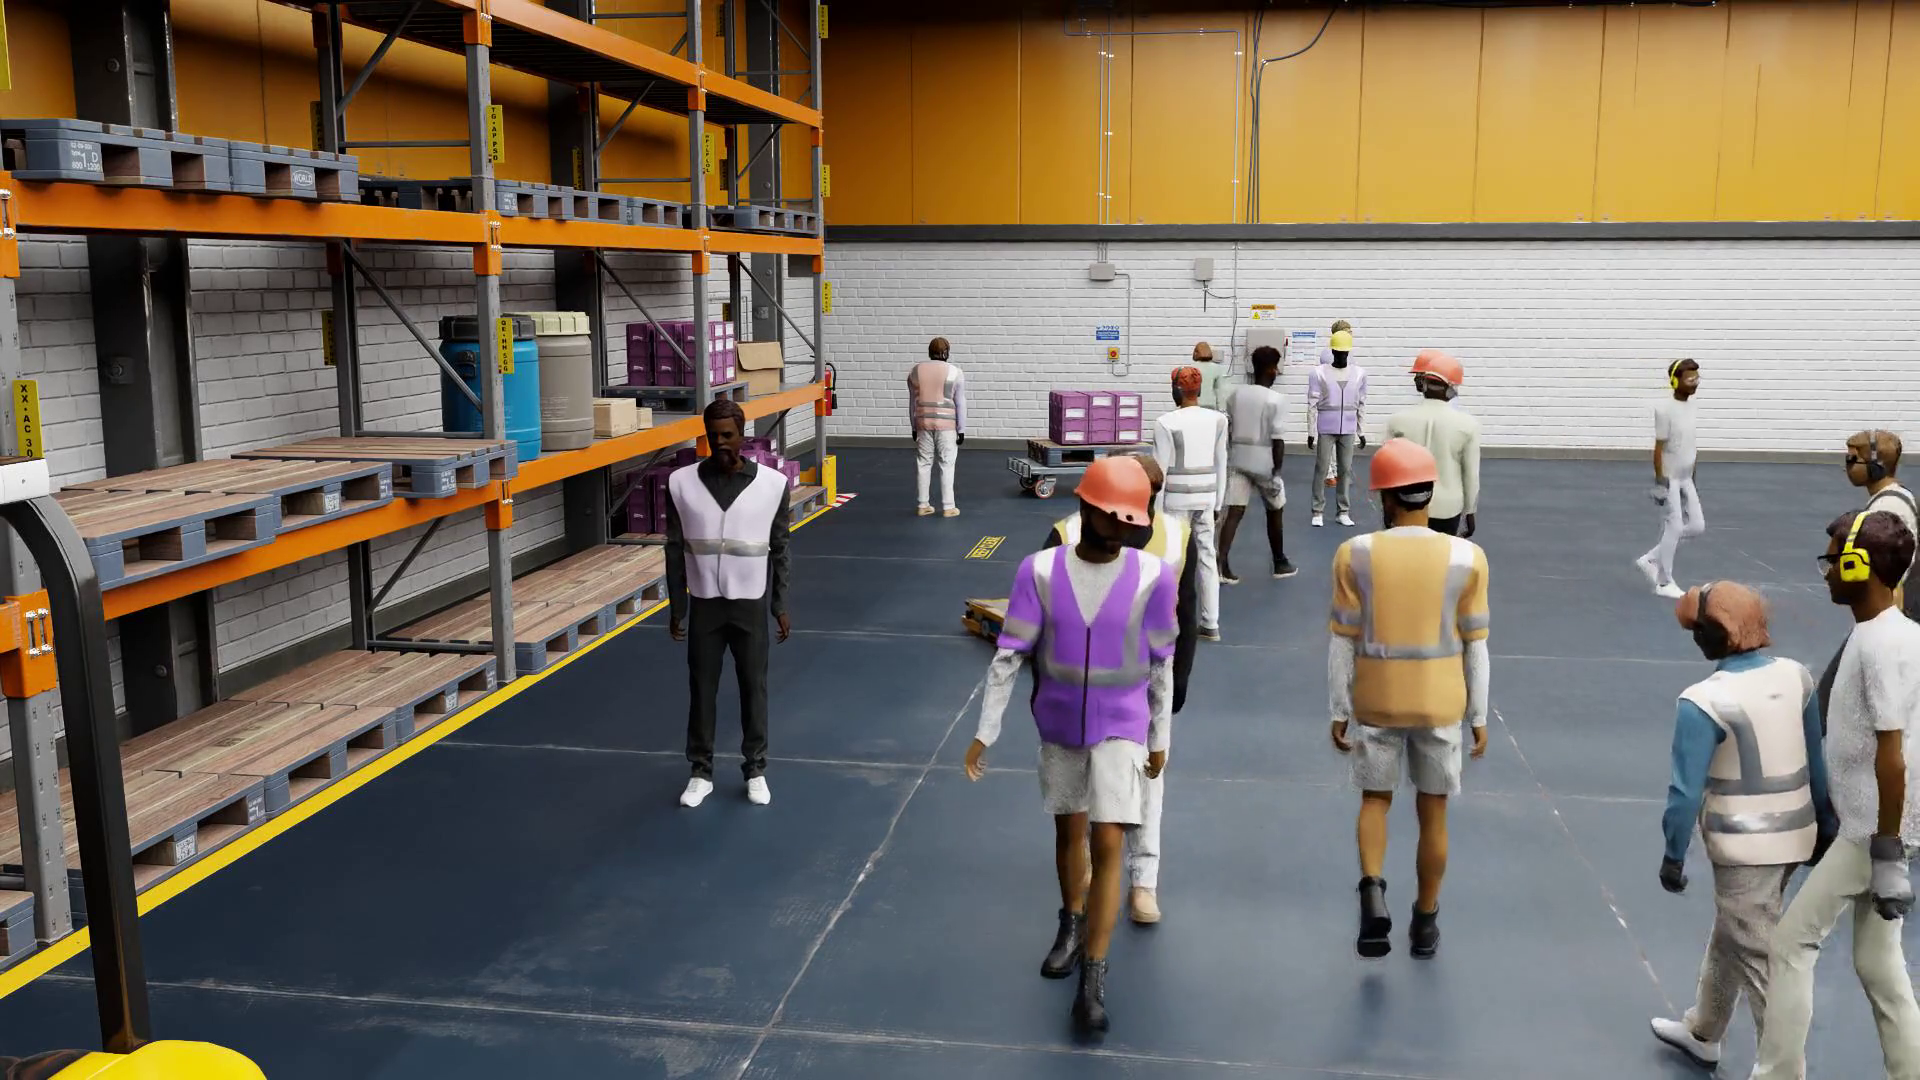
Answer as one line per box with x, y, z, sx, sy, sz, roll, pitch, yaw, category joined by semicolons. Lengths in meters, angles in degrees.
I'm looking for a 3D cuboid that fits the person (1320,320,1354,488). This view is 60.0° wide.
4.386;-1.580;19.312;0.372;1.940;0.630;6;11;34;person

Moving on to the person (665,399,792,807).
-1.082;0.292;7.820;0.590;1.920;0.393;0;9;-2;person

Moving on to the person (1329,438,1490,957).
1.603;0.599;5.963;0.572;1.914;0.562;3;10;17;person

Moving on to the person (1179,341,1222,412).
3.030;-1.683;20.942;0.509;1.618;0.449;-3;10;-16;person

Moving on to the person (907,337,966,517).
-0.223;-1.148;16.988;0.619;1.836;0.430;3;10;19;person

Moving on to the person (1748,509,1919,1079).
2.496;0.832;4.761;0.802;1.826;0.554;7;12;37;person

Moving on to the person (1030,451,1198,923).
0.602;0.563;6.488;0.647;1.805;0.794;1;9;5;person

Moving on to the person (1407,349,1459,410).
3.420;-0.426;12.192;0.361;1.938;0.545;6;11;35;person

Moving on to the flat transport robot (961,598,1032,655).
0.587;0.582;11.099;0.652;0.197;1.431;-4;10;-23;flat transport robot

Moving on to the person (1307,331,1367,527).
3.695;-1.082;16.280;0.594;1.922;0.385;-1;9;-5;person

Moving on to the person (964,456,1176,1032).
0.367;0.663;5.599;0.668;1.886;0.919;2;9;14;person

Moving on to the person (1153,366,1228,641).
1.539;-0.235;11.224;0.574;1.876;0.340;-4;10;-22;person

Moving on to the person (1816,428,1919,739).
4.274;0.363;7.823;1.060;1.765;0.561;8;12;40;person

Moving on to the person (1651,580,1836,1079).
2.297;0.906;4.984;0.568;1.596;0.759;-5;10;-28;person

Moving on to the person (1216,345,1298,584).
2.360;-0.599;13.341;0.626;1.917;0.997;9;13;43;person

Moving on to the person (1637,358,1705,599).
5.494;-0.469;12.746;0.541;1.843;0.441;-7;11;-35;person

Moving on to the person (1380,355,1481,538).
3.041;-0.214;10.810;0.628;1.969;0.612;4;10;25;person

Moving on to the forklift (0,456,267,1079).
-2.328;0.975;2.765;2.313;2.155;1.214;1;9;9;forklift
